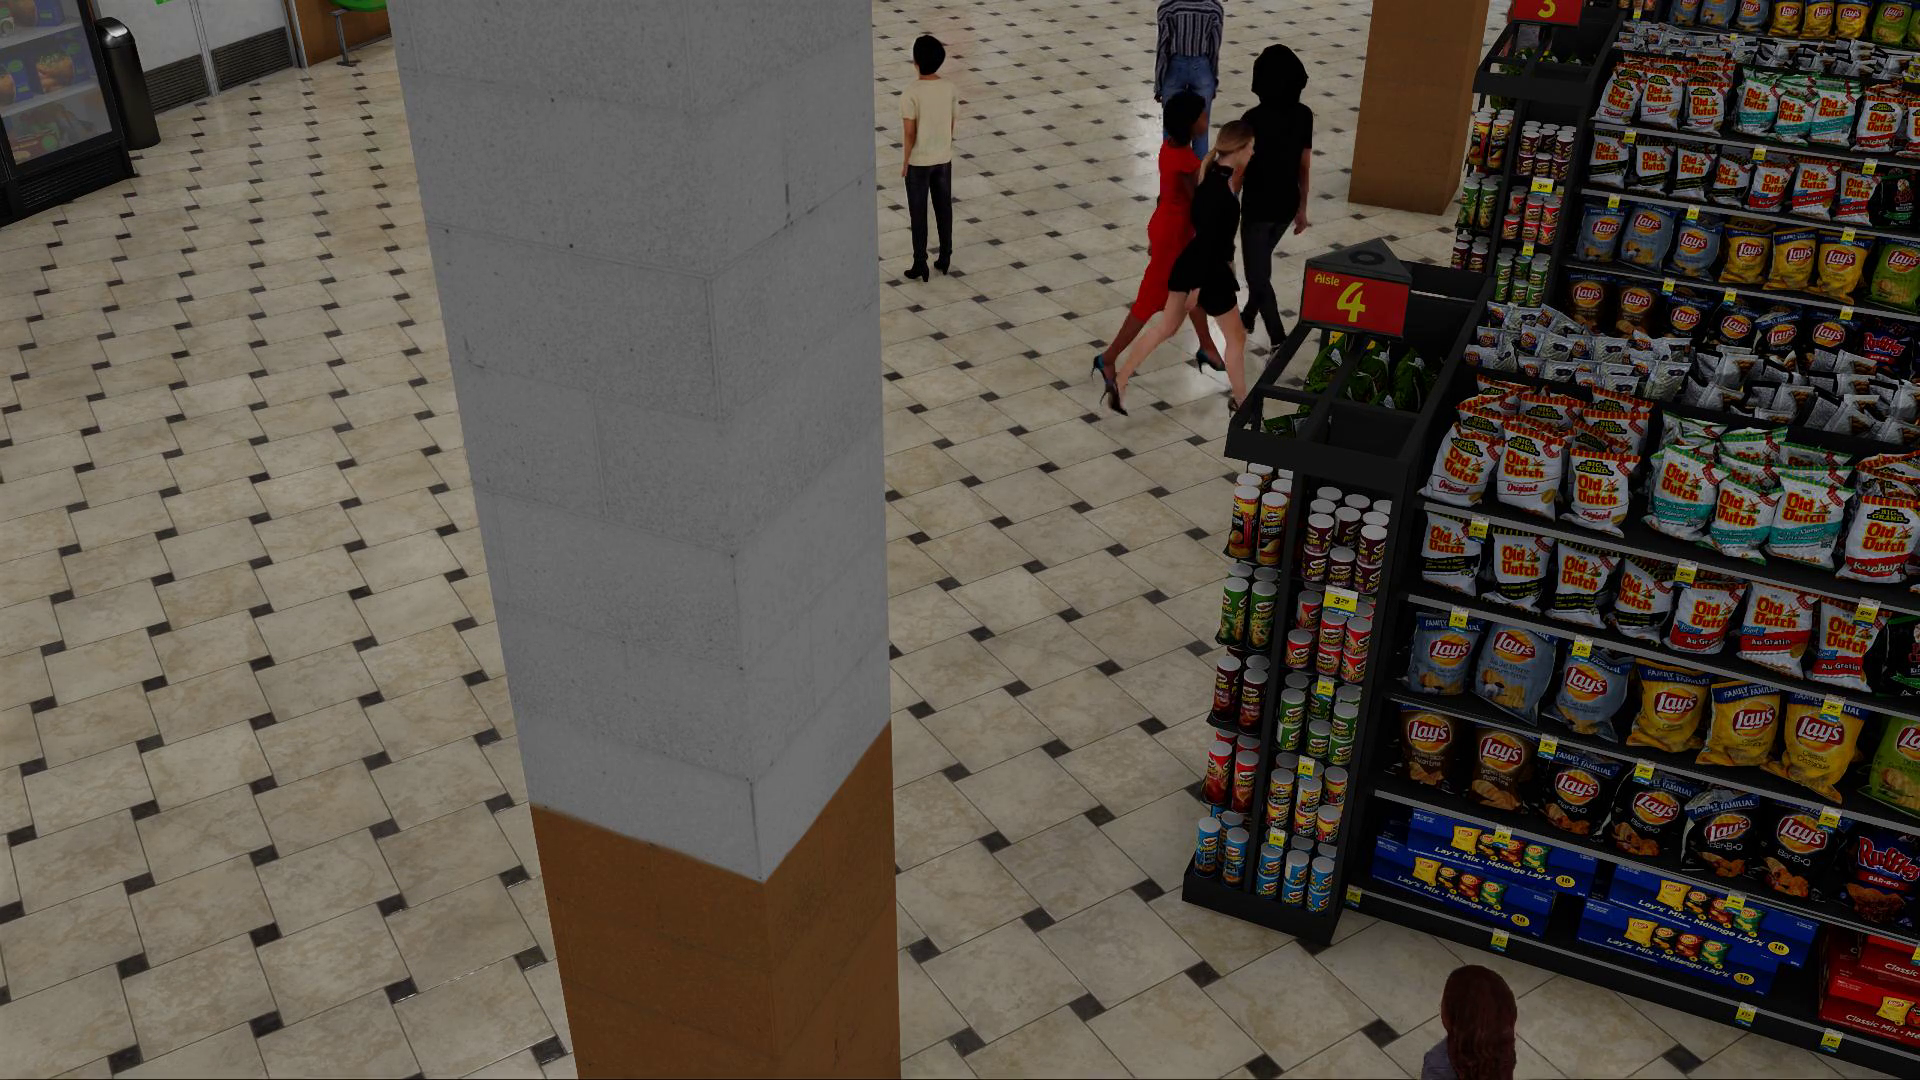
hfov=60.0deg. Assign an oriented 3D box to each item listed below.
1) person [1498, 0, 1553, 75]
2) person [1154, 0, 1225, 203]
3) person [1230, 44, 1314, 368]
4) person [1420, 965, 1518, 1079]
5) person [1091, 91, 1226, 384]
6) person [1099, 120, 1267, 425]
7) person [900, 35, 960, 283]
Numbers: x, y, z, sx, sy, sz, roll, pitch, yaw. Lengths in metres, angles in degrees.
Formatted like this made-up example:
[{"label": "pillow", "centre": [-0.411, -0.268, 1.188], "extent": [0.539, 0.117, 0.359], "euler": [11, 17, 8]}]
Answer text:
[{"label": "person", "centre": [4.382, -3.749, 12.654], "extent": [0.916, 1.760, 1.003], "euler": [-17, 36, -25]}, {"label": "person", "centre": [1.615, -3.232, 11.788], "extent": [0.616, 1.796, 0.755], "euler": [0, 32, 0]}, {"label": "person", "centre": [1.828, -1.899, 9.651], "extent": [1.118, 1.791, 1.156], "euler": [-10, 33, -16]}, {"label": "person", "centre": [1.408, 1.642, 4.621], "extent": [0.549, 1.093, 0.599], "euler": [-27, 41, -36]}, {"label": "person", "centre": [1.091, -1.596, 9.259], "extent": [1.171, 1.691, 0.975], "euler": [-4, 32, -7]}, {"label": "person", "centre": [1.209, -1.352, 8.847], "extent": [1.236, 1.713, 0.947], "euler": [-1, 32, -2]}, {"label": "person", "centre": [-0.204, -2.450, 10.730], "extent": [0.656, 1.587, 0.644], "euler": [-21, 37, -30]}]
